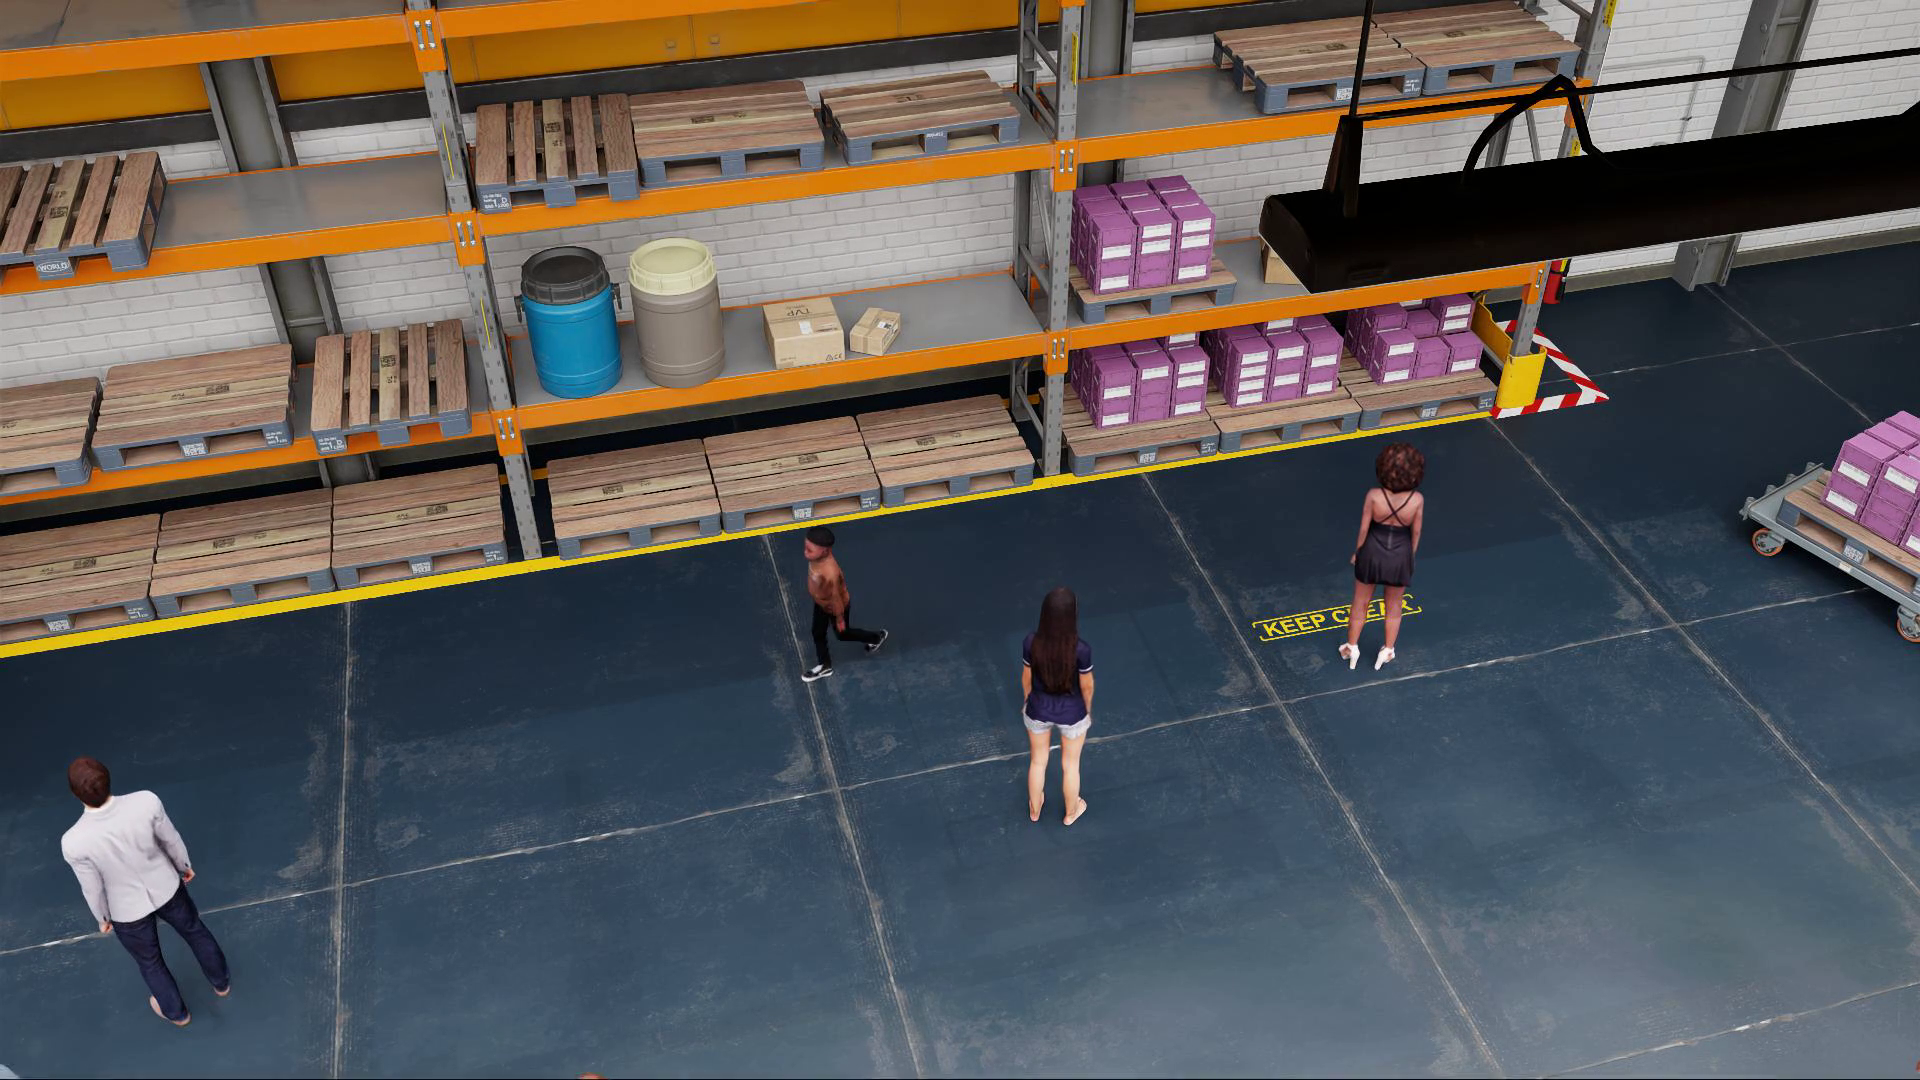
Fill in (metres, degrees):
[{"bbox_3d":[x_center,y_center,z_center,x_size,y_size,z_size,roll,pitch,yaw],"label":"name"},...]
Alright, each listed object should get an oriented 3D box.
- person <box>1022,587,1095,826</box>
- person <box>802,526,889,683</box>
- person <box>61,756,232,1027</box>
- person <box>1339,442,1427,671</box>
[{"bbox_3d":[0.562,1.002,9.735,0.618,1.766,0.719,10,40,12],"label":"person"},{"bbox_3d":[-0.779,0.404,10.917,0.902,1.228,0.646,-17,42,-20],"label":"person"},{"bbox_3d":[-4.250,1.826,8.637,0.821,1.850,0.708,29,47,31],"label":"person"},{"bbox_3d":[2.759,0.129,10.811,0.598,1.789,0.705,6,39,7],"label":"person"}]
